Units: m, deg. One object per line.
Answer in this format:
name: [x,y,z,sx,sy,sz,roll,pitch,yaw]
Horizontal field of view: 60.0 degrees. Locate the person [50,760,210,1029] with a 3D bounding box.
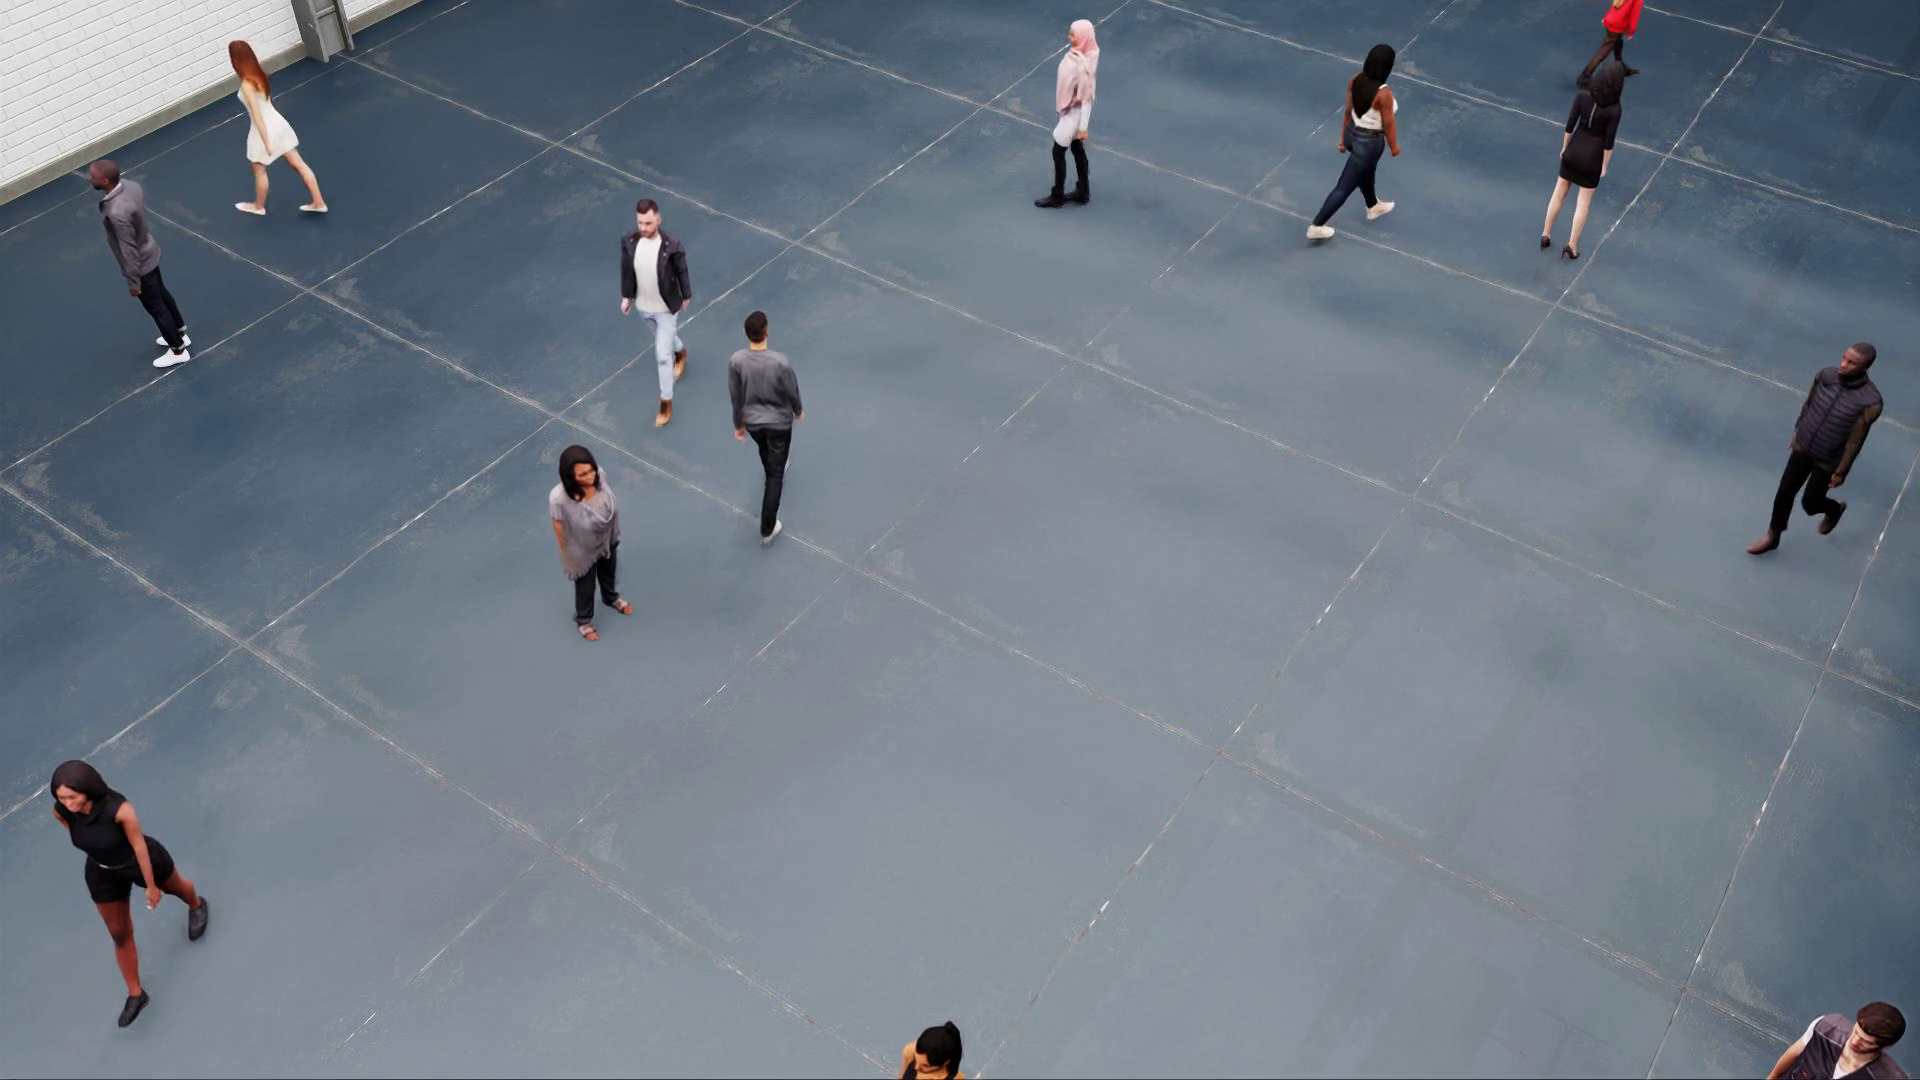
person: [-4.508,1.729,9.114,1.032,1.696,1.185,-2,44,-2]

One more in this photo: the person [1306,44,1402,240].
person: [3.412,-3.385,14.442,1.282,1.752,1.077,-16,46,-16]

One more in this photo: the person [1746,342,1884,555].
person: [6.018,-0.616,11.486,1.089,1.820,0.963,-18,46,-18]

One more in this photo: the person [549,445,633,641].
person: [-2.476,-0.028,11.029,0.674,1.599,0.579,28,50,27]

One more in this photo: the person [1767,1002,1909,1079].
person: [4.089,2.743,7.940,0.720,1.848,0.745,-24,48,-23]

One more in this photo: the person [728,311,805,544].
person: [-1.366,-0.763,11.714,0.909,1.719,1.212,9,44,9]

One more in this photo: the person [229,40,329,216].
person: [-6.021,-3.602,14.725,0.963,1.676,1.046,4,44,4]

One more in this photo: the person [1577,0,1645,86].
person: [6.519,-5.123,16.638,0.888,1.240,0.876,-4,44,-4]

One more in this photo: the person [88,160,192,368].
person: [-6.471,-2.205,13.156,0.847,1.818,0.798,-9,44,-9]

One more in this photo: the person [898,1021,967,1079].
person: [-0.106,2.795,8.017,0.610,1.666,0.541,32,52,29]

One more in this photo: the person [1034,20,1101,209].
person: [1.107,-3.792,14.838,0.892,1.794,0.842,1,44,2]

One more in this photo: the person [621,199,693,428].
person: [-2.309,-1.870,12.808,0.901,1.812,1.225,12,45,12]

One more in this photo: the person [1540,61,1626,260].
person: [5.339,-3.246,14.258,0.573,1.804,0.629,-32,52,-29]
